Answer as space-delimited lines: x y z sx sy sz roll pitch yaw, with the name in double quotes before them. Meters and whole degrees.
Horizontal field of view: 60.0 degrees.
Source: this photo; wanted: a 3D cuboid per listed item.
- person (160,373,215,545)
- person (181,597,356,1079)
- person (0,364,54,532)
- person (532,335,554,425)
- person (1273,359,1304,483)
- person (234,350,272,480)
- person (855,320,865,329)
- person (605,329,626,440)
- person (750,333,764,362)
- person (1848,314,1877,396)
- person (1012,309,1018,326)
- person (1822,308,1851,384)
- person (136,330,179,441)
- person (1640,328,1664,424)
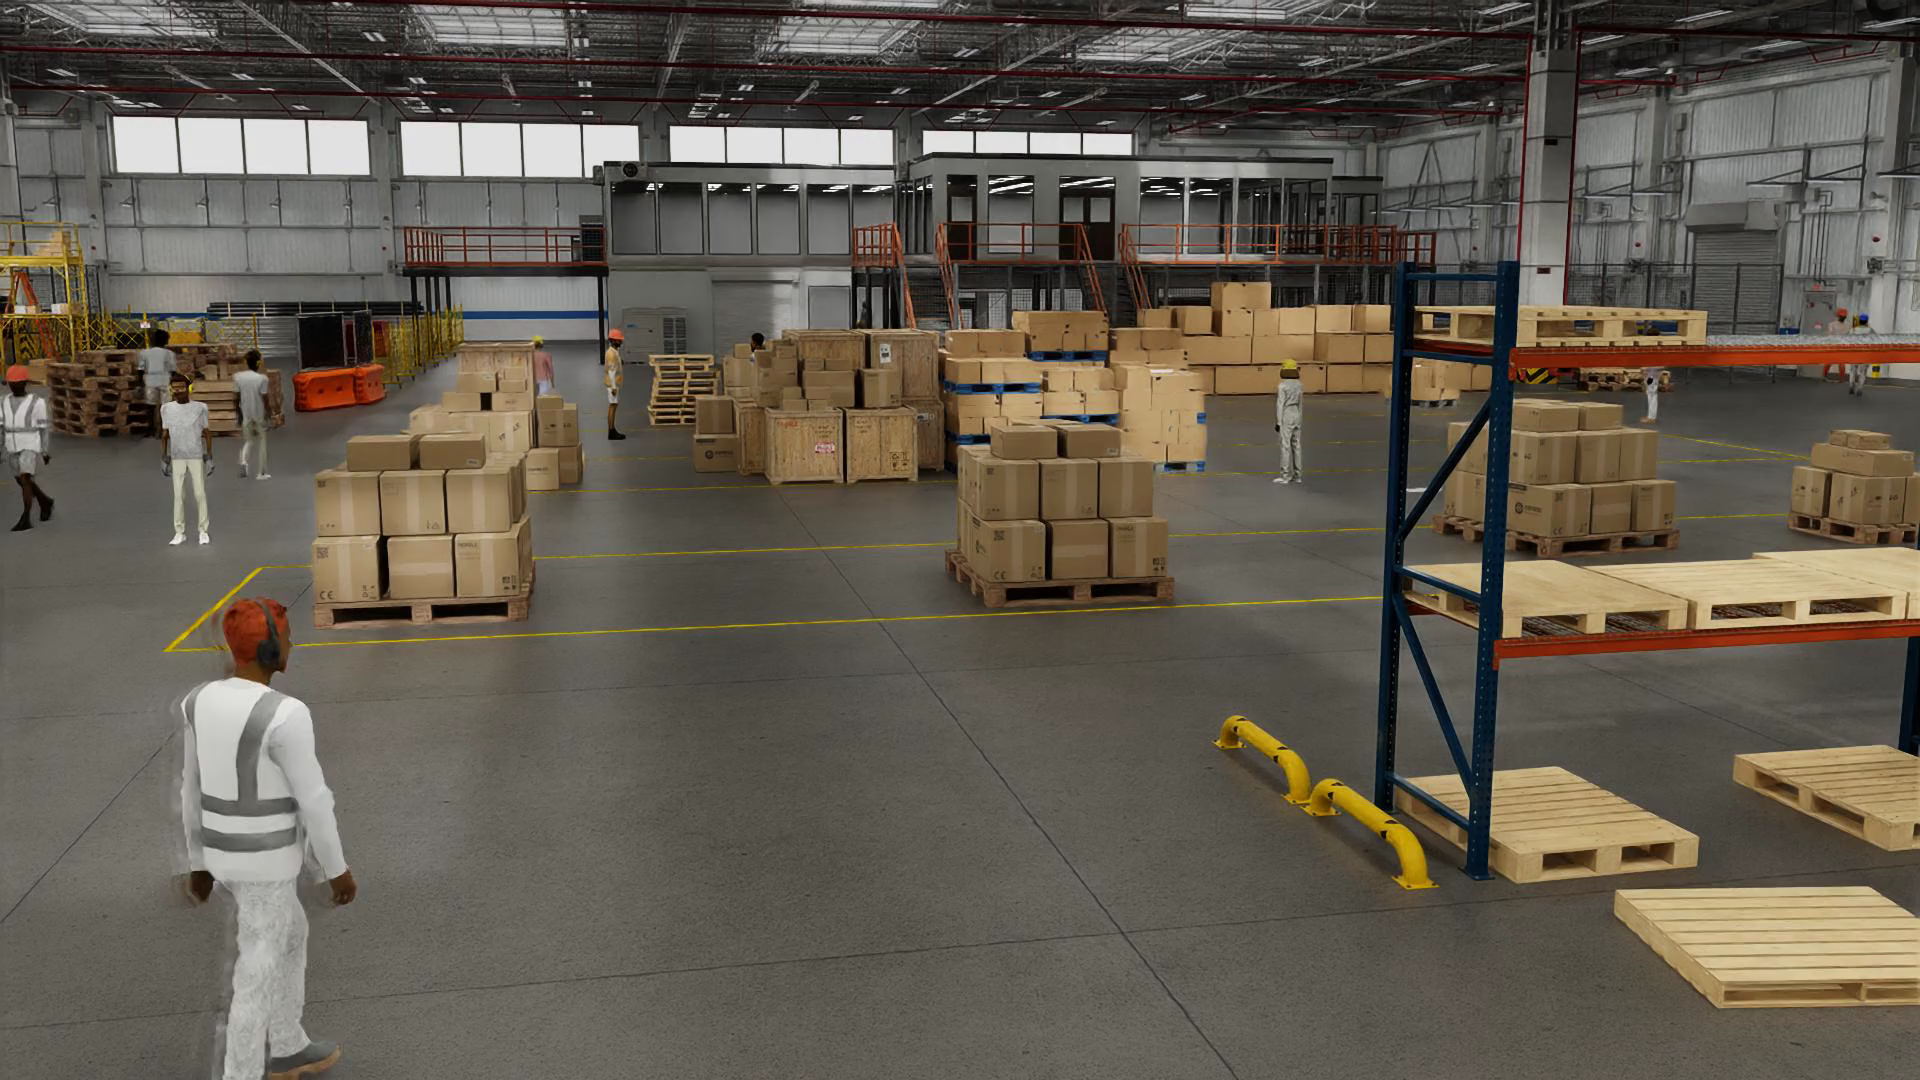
"person" -8.373 -0.873 18.023 0.532 1.868 0.310 -2 10 -14
"person" -2.401 1.118 5.905 0.574 1.858 0.731 6 11 35
"person" -10.797 -1.093 19.267 0.537 1.915 0.889 1 9 4
"person" -7.962 -3.000 31.424 0.532 1.731 0.882 -1 9 -6
"person" 4.585 -1.659 23.228 0.482 1.735 0.336 -7 12 -38
"person" -9.964 -1.746 23.406 0.531 1.848 0.523 0 9 1
"person" -2.200 -3.950 36.879 0.528 1.841 0.365 1 9 4
"person" -6.016 -2.720 29.074 0.373 1.933 0.549 -1 9 -7
"person" -3.327 -2.490 27.724 0.392 1.920 0.588 3 10 17
"person" 21.233 -4.368 39.193 0.609 1.904 0.934 5 11 28
"person" 1.483 -5.269 44.769 0.356 1.884 0.574 -1 9 -3
"person" 22.773 -5.047 43.238 0.633 1.958 0.952 0 9 0
"person" -13.938 -2.677 28.886 0.724 1.919 0.364 -2 9 -10
"person" 13.332 -3.164 32.077 0.428 1.840 0.631 4 10 25
